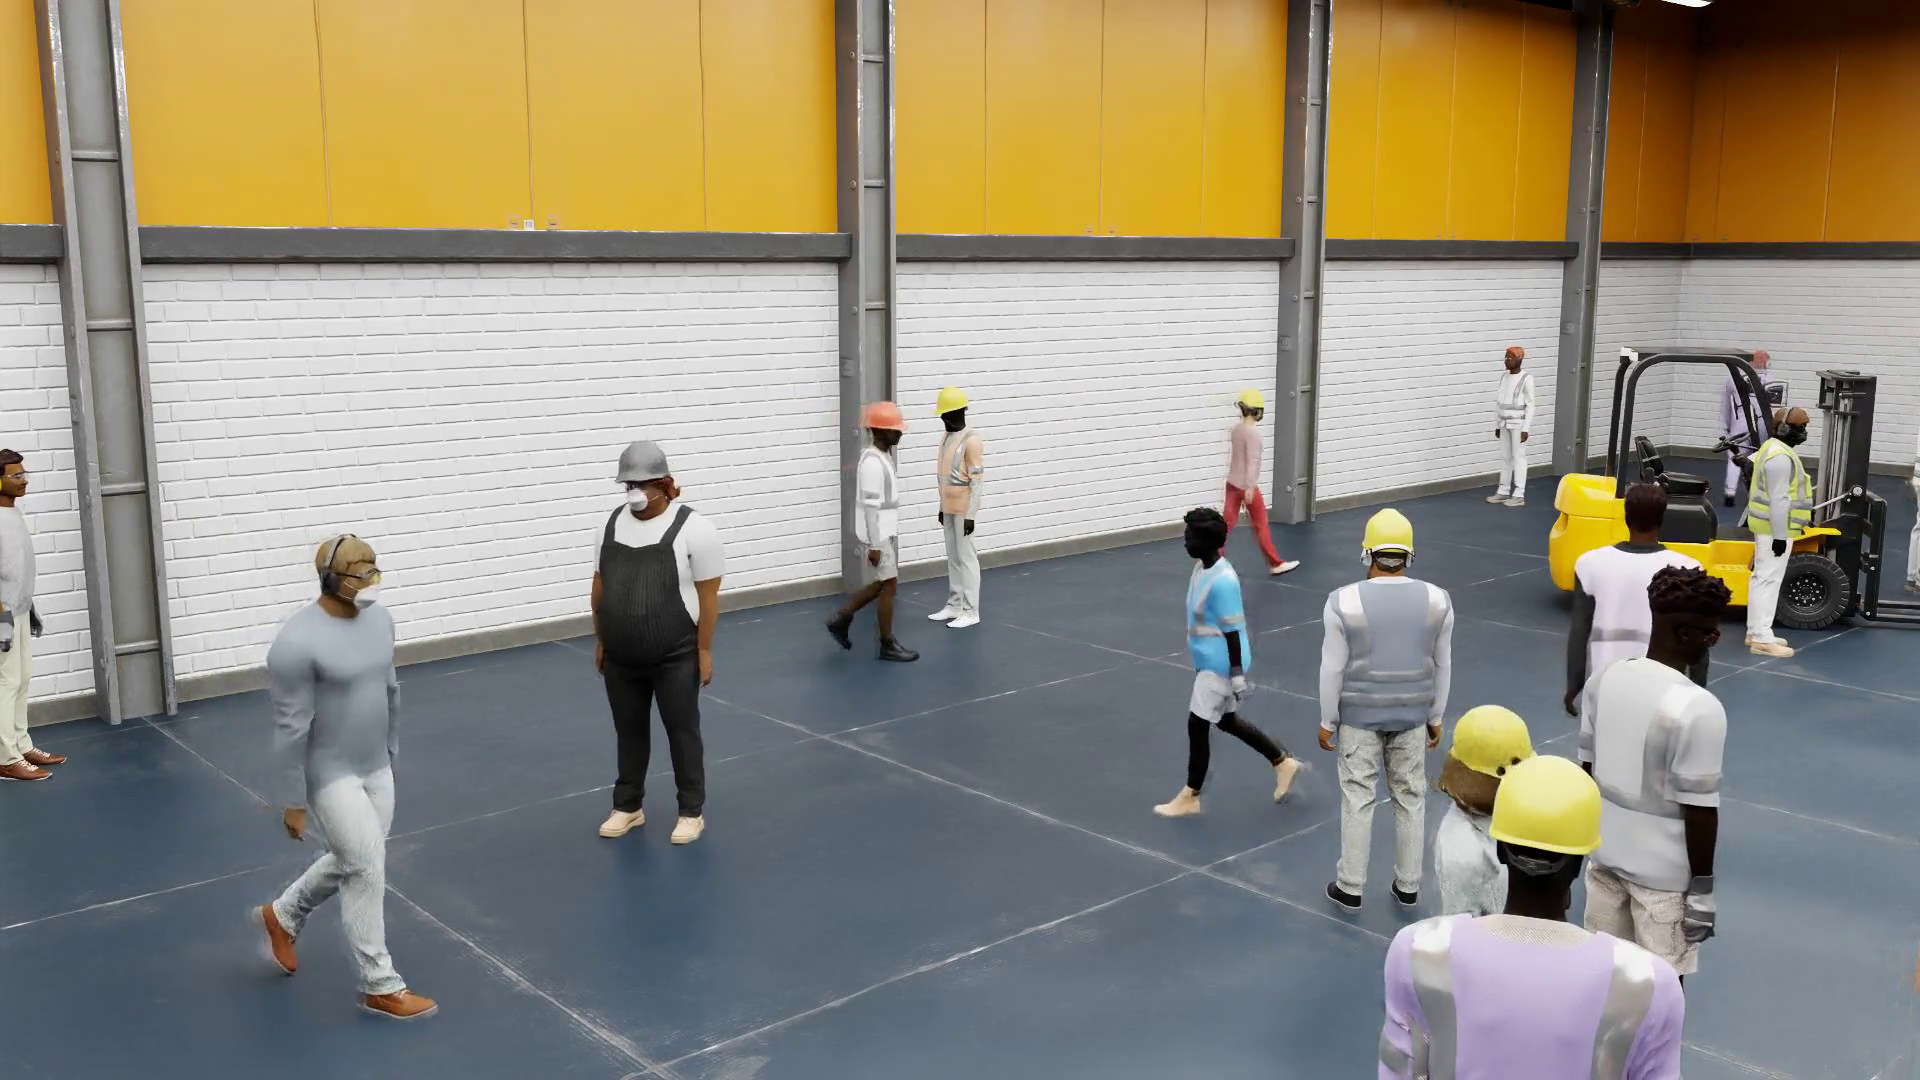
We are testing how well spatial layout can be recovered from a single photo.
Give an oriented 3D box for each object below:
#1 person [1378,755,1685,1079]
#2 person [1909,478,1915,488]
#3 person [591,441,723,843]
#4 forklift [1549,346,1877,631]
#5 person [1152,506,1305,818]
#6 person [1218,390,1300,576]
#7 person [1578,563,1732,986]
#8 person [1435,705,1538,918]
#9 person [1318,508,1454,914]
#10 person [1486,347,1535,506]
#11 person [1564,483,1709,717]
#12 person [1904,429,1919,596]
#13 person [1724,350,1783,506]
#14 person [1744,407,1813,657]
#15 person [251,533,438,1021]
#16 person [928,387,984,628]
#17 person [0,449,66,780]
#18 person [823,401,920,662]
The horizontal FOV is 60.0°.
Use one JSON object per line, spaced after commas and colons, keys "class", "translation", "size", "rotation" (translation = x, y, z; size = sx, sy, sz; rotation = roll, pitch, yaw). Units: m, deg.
{"class": "person", "translation": [1.178, 1.395, 3.507], "size": [0.593, 1.925, 0.384], "rotation": [3, 10, 20]}
{"class": "person", "translation": [11.973, -1.435, 19.854], "size": [0.964, 2.011, 0.620], "rotation": [5, 11, 28]}
{"class": "person", "translation": [-1.562, 0.512, 8.342], "size": [0.699, 2.000, 0.535], "rotation": [3, 10, 16]}
{"class": "forklift", "translation": [6.109, -0.478, 13.691], "size": [2.313, 2.155, 1.214], "rotation": [3, 10, 16]}
{"class": "person", "translation": [1.435, 0.640, 8.713], "size": [0.782, 1.662, 0.543], "rotation": [-1, 10, -3]}
{"class": "person", "translation": [2.680, -0.502, 15.178], "size": [0.888, 1.716, 0.546], "rotation": [-3, 10, -17]}
{"class": "person", "translation": [2.281, 1.044, 5.469], "size": [0.401, 1.957, 0.608], "rotation": [-3, 10, -15]}
{"class": "person", "translation": [1.497, 1.287, 4.751], "size": [0.487, 1.714, 0.518], "rotation": [5, 11, 28]}
{"class": "person", "translation": [1.884, 0.770, 7.442], "size": [0.590, 1.833, 0.404], "rotation": [-1, 10, -5]}
{"class": "person", "translation": [6.534, -1.342, 19.659], "size": [0.358, 1.882, 0.574], "rotation": [-3, 10, -19]}
{"class": "person", "translation": [3.274, 0.652, 8.025], "size": [0.612, 1.861, 0.995], "rotation": [6, 11, 31]}
{"class": "person", "translation": [8.454, -0.445, 14.402], "size": [0.345, 1.882, 0.584], "rotation": [3, 10, 16]}
{"class": "person", "translation": [9.345, -1.323, 19.671], "size": [0.637, 1.853, 1.027], "rotation": [6, 11, 30]}
{"class": "person", "translation": [6.069, -0.069, 12.333], "size": [0.430, 1.840, 0.626], "rotation": [4, 10, 21]}
{"class": "person", "translation": [-2.462, 0.901, 6.489], "size": [0.864, 1.909, 0.629], "rotation": [3, 10, 17]}
{"class": "person", "translation": [-0.027, -0.261, 13.227], "size": [0.380, 1.917, 0.585], "rotation": [-5, 11, -25]}
{"class": "person", "translation": [-5.340, 0.415, 9.409], "size": [0.328, 1.873, 0.520], "rotation": [-2, 10, -12]}
{"class": "person", "translation": [-0.638, -0.059, 12.057], "size": [0.617, 1.914, 0.566], "rotation": [1, 10, 4]}
